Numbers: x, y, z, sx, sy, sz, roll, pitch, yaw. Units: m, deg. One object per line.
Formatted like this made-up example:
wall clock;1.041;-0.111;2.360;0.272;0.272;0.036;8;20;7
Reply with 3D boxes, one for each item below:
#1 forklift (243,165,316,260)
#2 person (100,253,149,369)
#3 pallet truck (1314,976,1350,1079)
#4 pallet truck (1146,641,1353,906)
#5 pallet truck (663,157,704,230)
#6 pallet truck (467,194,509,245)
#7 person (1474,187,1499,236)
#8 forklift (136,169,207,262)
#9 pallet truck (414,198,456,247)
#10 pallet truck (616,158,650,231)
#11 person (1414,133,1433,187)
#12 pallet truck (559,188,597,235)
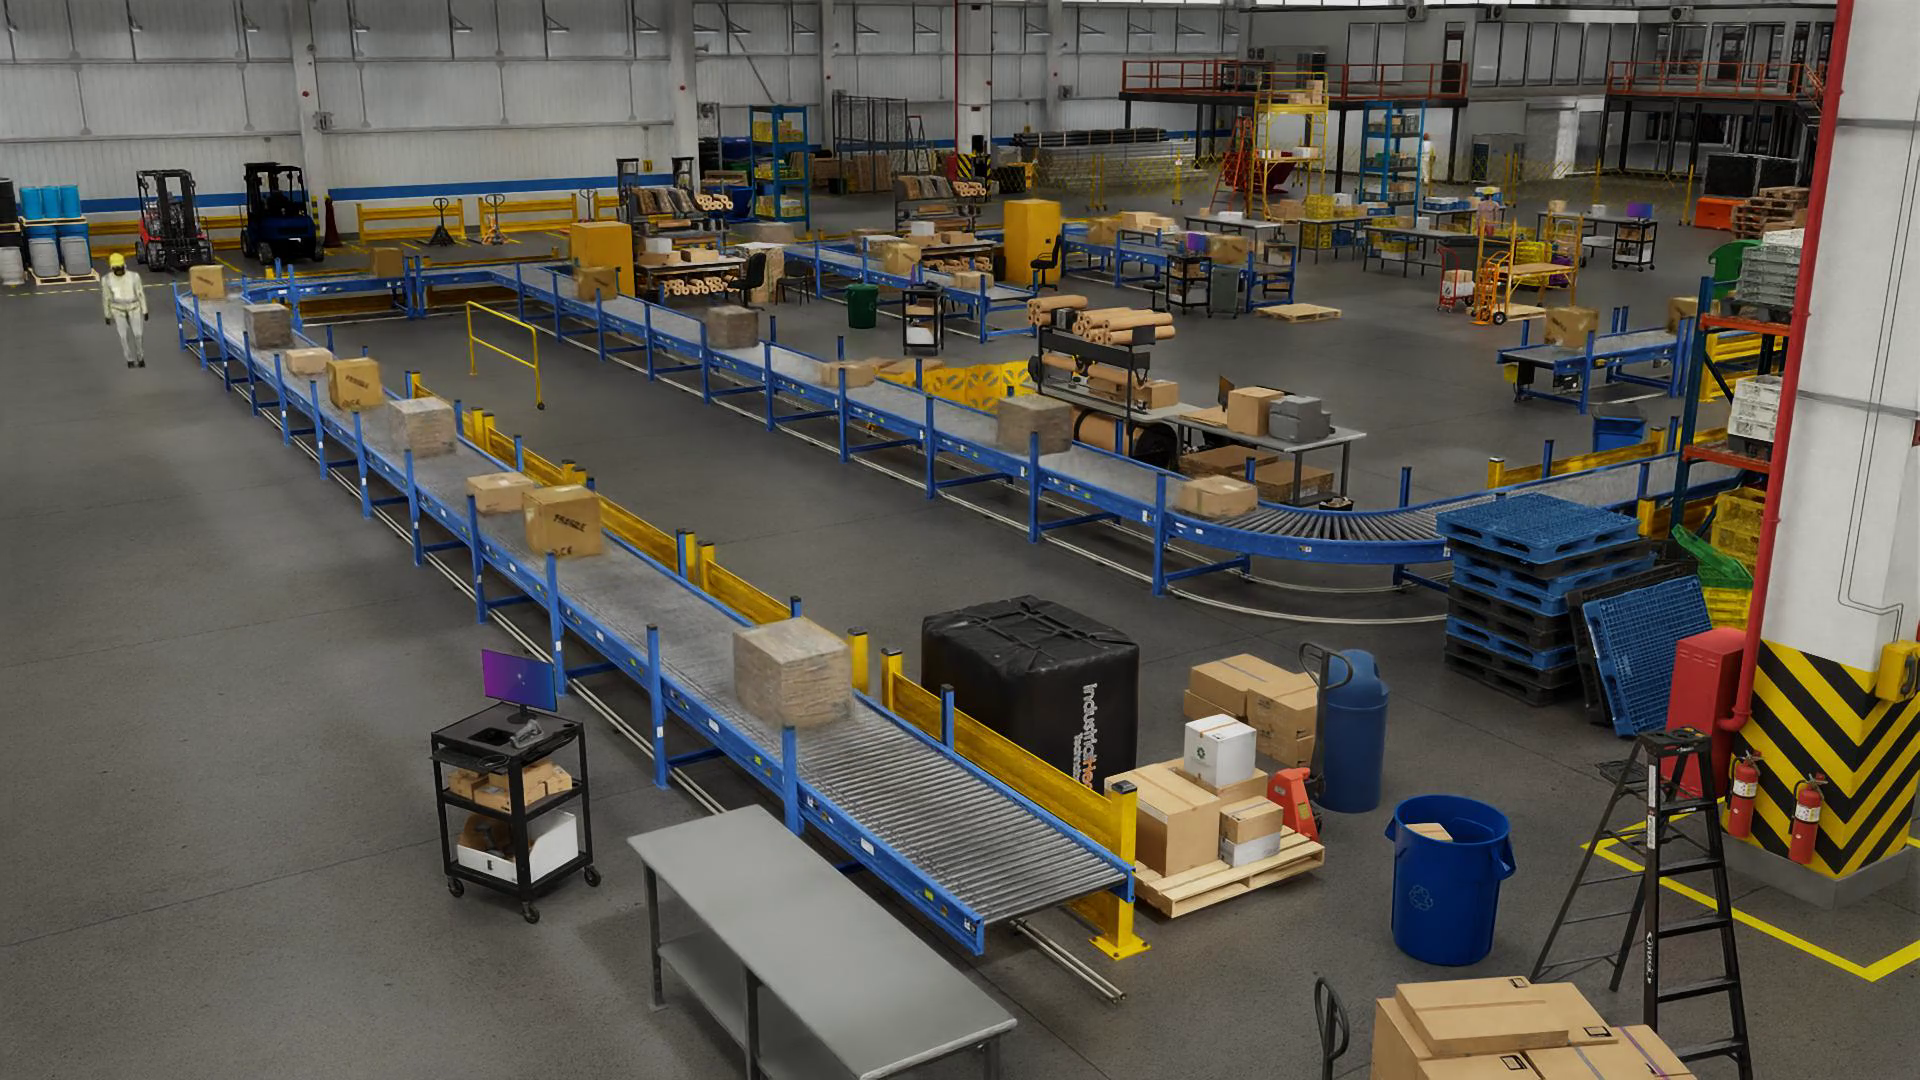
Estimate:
forklift;-15.898;-7.669;38.708;1.157;1.987;2.680;-11;20;-33
person;-12.933;-3.528;25.774;0.632;1.806;0.694;-9;19;-28
pallet truck;2.299;2.390;7.086;1.601;1.201;0.680;-2;17;-7
pallet truck;1.664;1.407;10.232;1.630;1.274;0.653;-10;20;-31
pallet truck;-7.586;-9.308;44.692;0.823;1.965;1.885;-11;20;-33
pallet truck;-11.983;-8.177;42.137;0.704;1.261;1.522;-11;20;-33
person;11.987;-7.152;37.915;0.533;1.767;0.312;13;21;37
forklift;-17.842;-7.318;37.559;1.157;1.987;2.680;-10;20;-31
pallet truck;-13.250;-8.060;41.856;0.680;1.201;1.601;-10;20;-31
pallet truck;-8.918;-9.176;44.255;0.823;1.965;1.885;-9;19;-27
person;16.298;-13.360;58.456;0.595;1.847;0.966;-6;18;-19
pallet truck;-10.010;-8.652;43.699;0.653;1.274;1.630;-10;20;-31
